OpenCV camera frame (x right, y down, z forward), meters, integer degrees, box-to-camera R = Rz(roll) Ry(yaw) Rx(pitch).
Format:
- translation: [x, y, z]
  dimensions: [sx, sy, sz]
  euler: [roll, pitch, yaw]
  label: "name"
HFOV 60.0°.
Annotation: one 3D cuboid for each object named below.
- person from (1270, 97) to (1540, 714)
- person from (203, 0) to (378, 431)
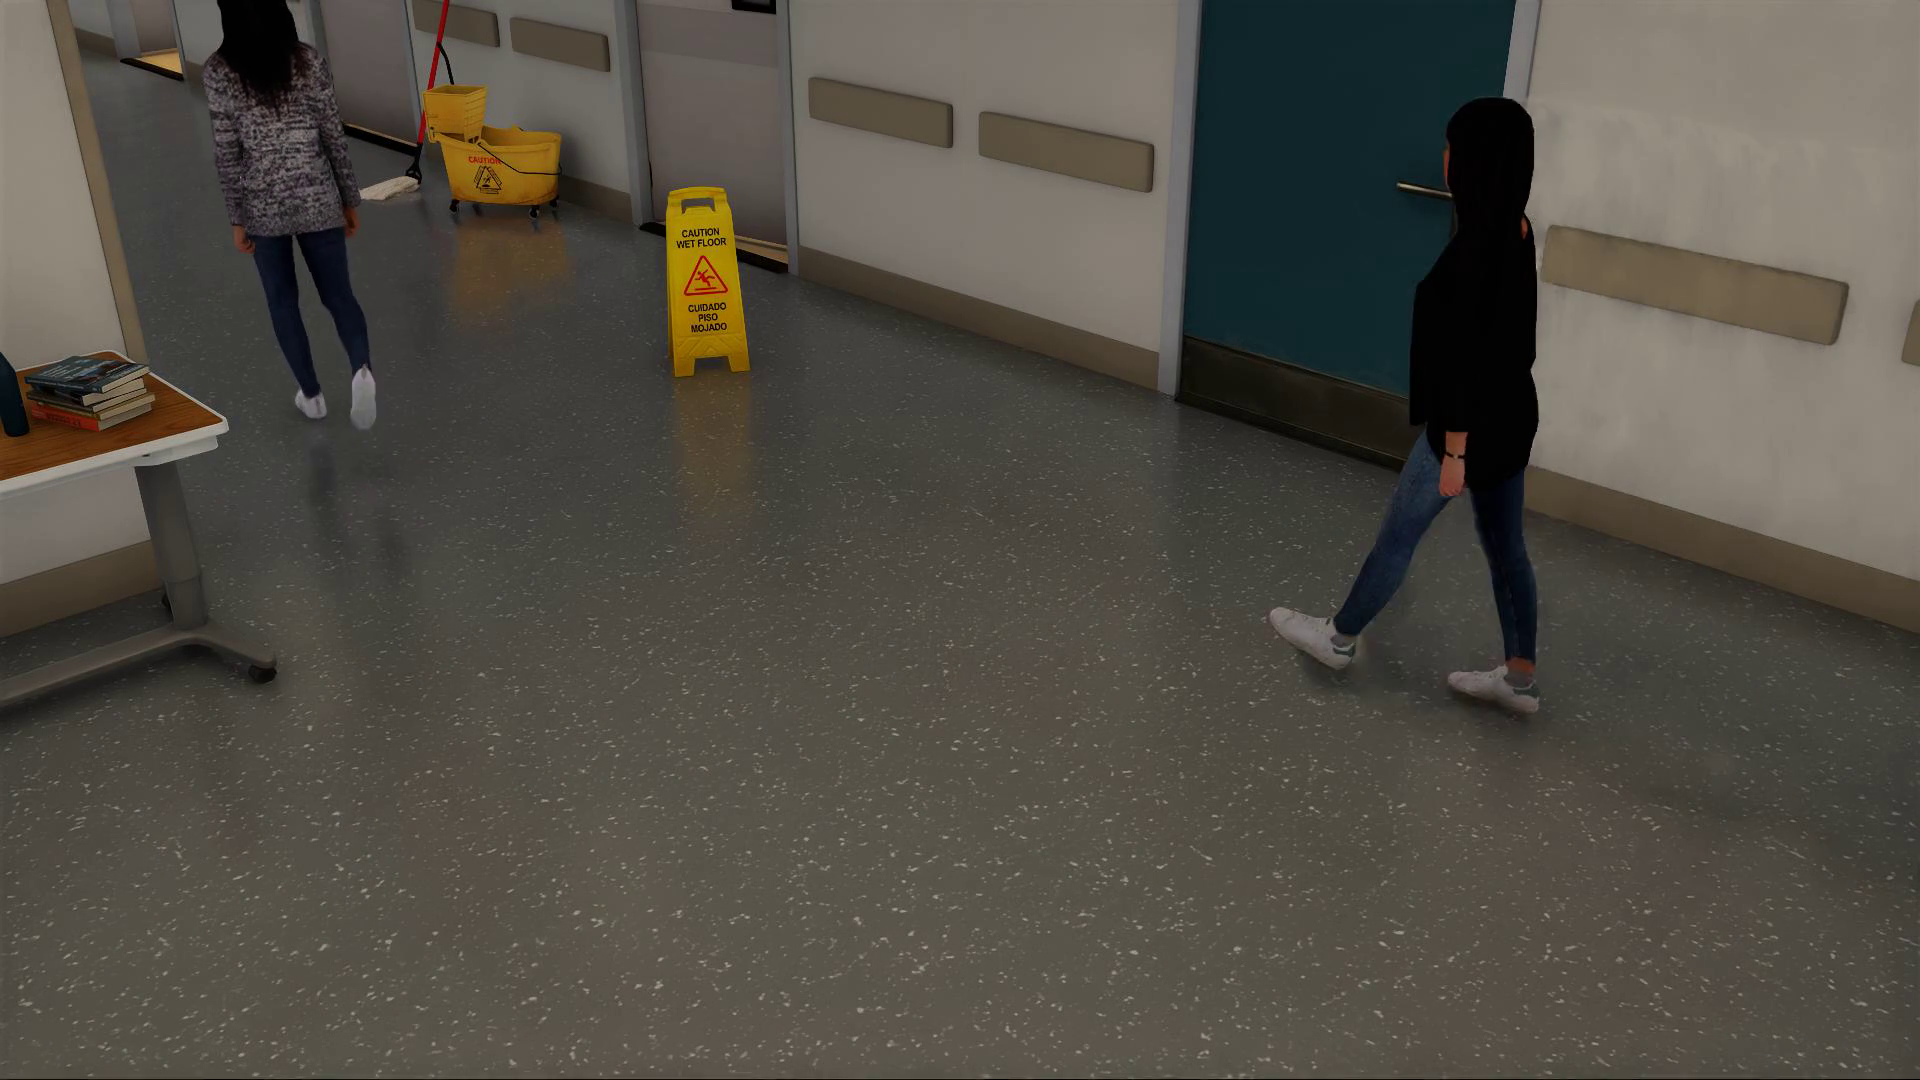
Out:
- translation: [1.393, -0.274, 4.264]
  dimensions: [0.995, 1.616, 0.668]
  euler: [19, 31, 33]
  label: "person"
- translation: [-2.417, -1.179, 6.030]
  dimensions: [0.799, 1.712, 1.089]
  euler: [-14, 29, -27]
  label: "person"
